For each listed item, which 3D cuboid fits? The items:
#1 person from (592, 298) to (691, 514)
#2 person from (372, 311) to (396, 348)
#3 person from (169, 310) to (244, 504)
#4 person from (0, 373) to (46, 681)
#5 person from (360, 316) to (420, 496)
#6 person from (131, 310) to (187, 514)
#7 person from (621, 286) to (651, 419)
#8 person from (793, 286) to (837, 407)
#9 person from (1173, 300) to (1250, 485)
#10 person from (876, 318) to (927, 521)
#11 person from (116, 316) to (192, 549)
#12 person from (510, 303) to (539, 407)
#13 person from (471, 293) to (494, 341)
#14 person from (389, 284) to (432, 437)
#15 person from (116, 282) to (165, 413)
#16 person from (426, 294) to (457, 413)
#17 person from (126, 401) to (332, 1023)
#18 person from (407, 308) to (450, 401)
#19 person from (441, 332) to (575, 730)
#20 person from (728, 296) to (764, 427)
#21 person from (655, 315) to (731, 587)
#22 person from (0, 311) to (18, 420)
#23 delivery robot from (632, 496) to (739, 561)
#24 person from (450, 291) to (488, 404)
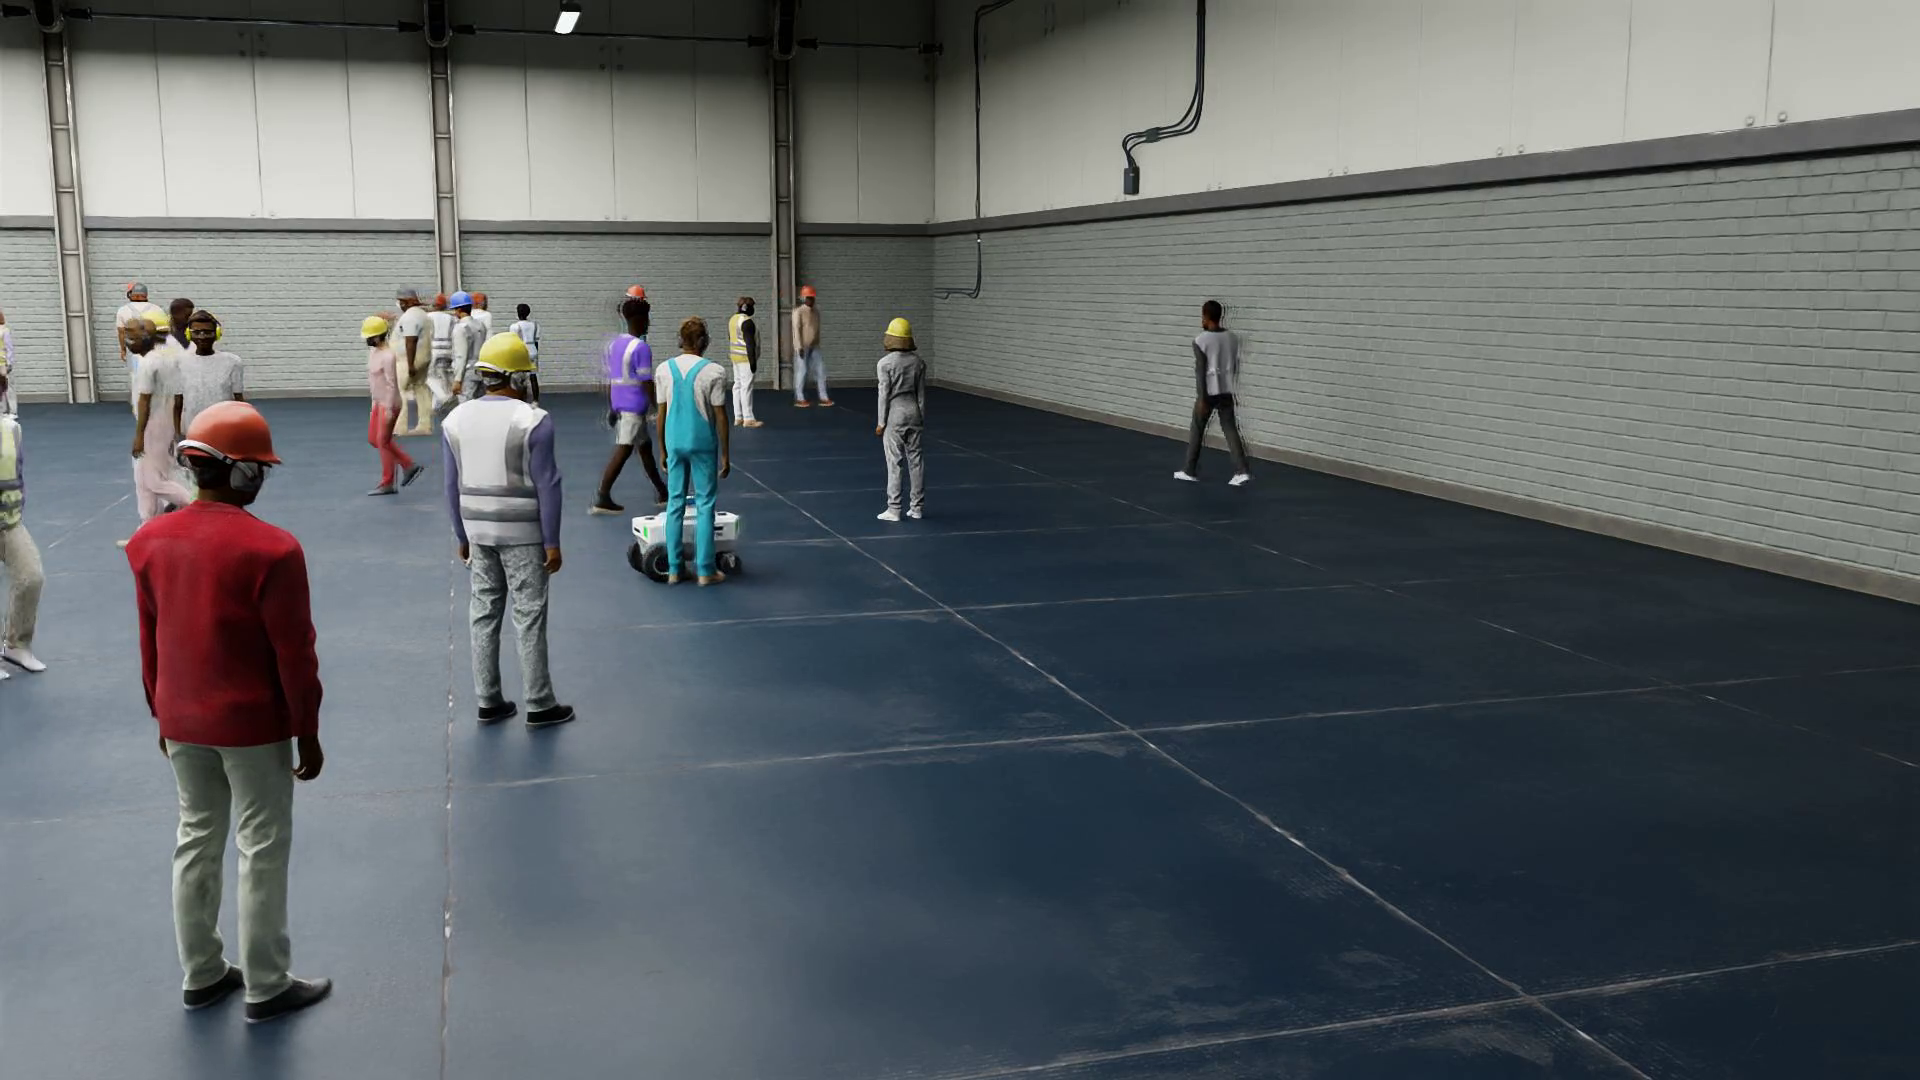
[{"bbox_3d":[-2.900,-1.197,14.867,1.025,1.909,0.631,-6,11,-34],"label":"person"},{"bbox_3d":[-8.429,-2.540,24.399,0.349,1.608,0.536,3,9,19],"label":"person"},{"bbox_3d":[-5.400,-0.721,11.998,0.510,1.860,0.326,-3,9,-19],"label":"person"},{"bbox_3d":[-4.992,-0.065,8.567,0.434,1.624,0.512,4,10,22],"label":"person"},{"bbox_3d":[-5.503,-1.286,15.982,0.525,1.727,0.594,-7,11,-38],"label":"person"},{"bbox_3d":[-6.639,-0.994,13.830,0.412,1.822,0.613,3,9,19],"label":"person"},{"bbox_3d":[-4.818,-2.778,24.726,0.415,1.985,0.610,-6,11,-34],"label":"person"},{"bbox_3d":[-2.359,-3.118,26.924,0.828,1.960,0.648,7,11,37],"label":"person"},{"bbox_3d":[2.605,-1.493,16.905,0.594,1.873,1.012,-5,10,-27],"label":"person"},{"bbox_3d":[-0.515,-1.038,14.370,0.487,1.746,0.288,-7,11,-36],"label":"person"},{"bbox_3d":[-6.080,-0.808,12.725,0.755,1.812,0.518,-3,9,-19],"label":"person"},{"bbox_3d":[-6.939,-2.920,26.534,0.318,1.697,0.535,7,11,38],"label":"person"},{"bbox_3d":[-7.700,-3.008,26.556,0.597,1.866,0.514,8,12,41],"label":"person"},{"bbox_3d":[-7.372,-2.391,22.062,0.691,2.000,0.696,0,9,2],"label":"person"},{"bbox_3d":[-12.682,-2.979,25.815,0.683,2.000,0.536,-4,10,-25],"label":"person"},{"bbox_3d":[-8.063,-2.868,25.707,0.633,1.857,0.557,-8,12,-41],"label":"person"},{"bbox_3d":[-2.028,0.483,4.685,0.573,1.740,0.355,3,9,18],"label":"person"},{"bbox_3d":[-9.144,-3.167,28.438,0.852,1.585,0.514,-6,11,-35],"label":"person"},{"bbox_3d":[-2.086,-0.037,7.703,0.591,1.834,0.404,3,10,21],"label":"person"},{"bbox_3d":[-3.031,-2.522,23.551,0.430,1.839,0.619,-5,10,-30],"label":"person"},{"bbox_3d":[-1.805,-0.596,11.268,0.511,1.837,0.353,2,9,13],"label":"person"},{"bbox_3d":[-14.158,-2.581,24.559,0.514,1.636,0.315,5,10,29],"label":"person"},{"bbox_3d":[-1.911,-0.061,11.624,0.707,0.478,0.477,-4,10,-25],"label":"delivery robot"},{"bbox_3d":[-5.579,-1.844,18.894,0.402,1.940,0.602,2,9,11],"label":"person"}]
